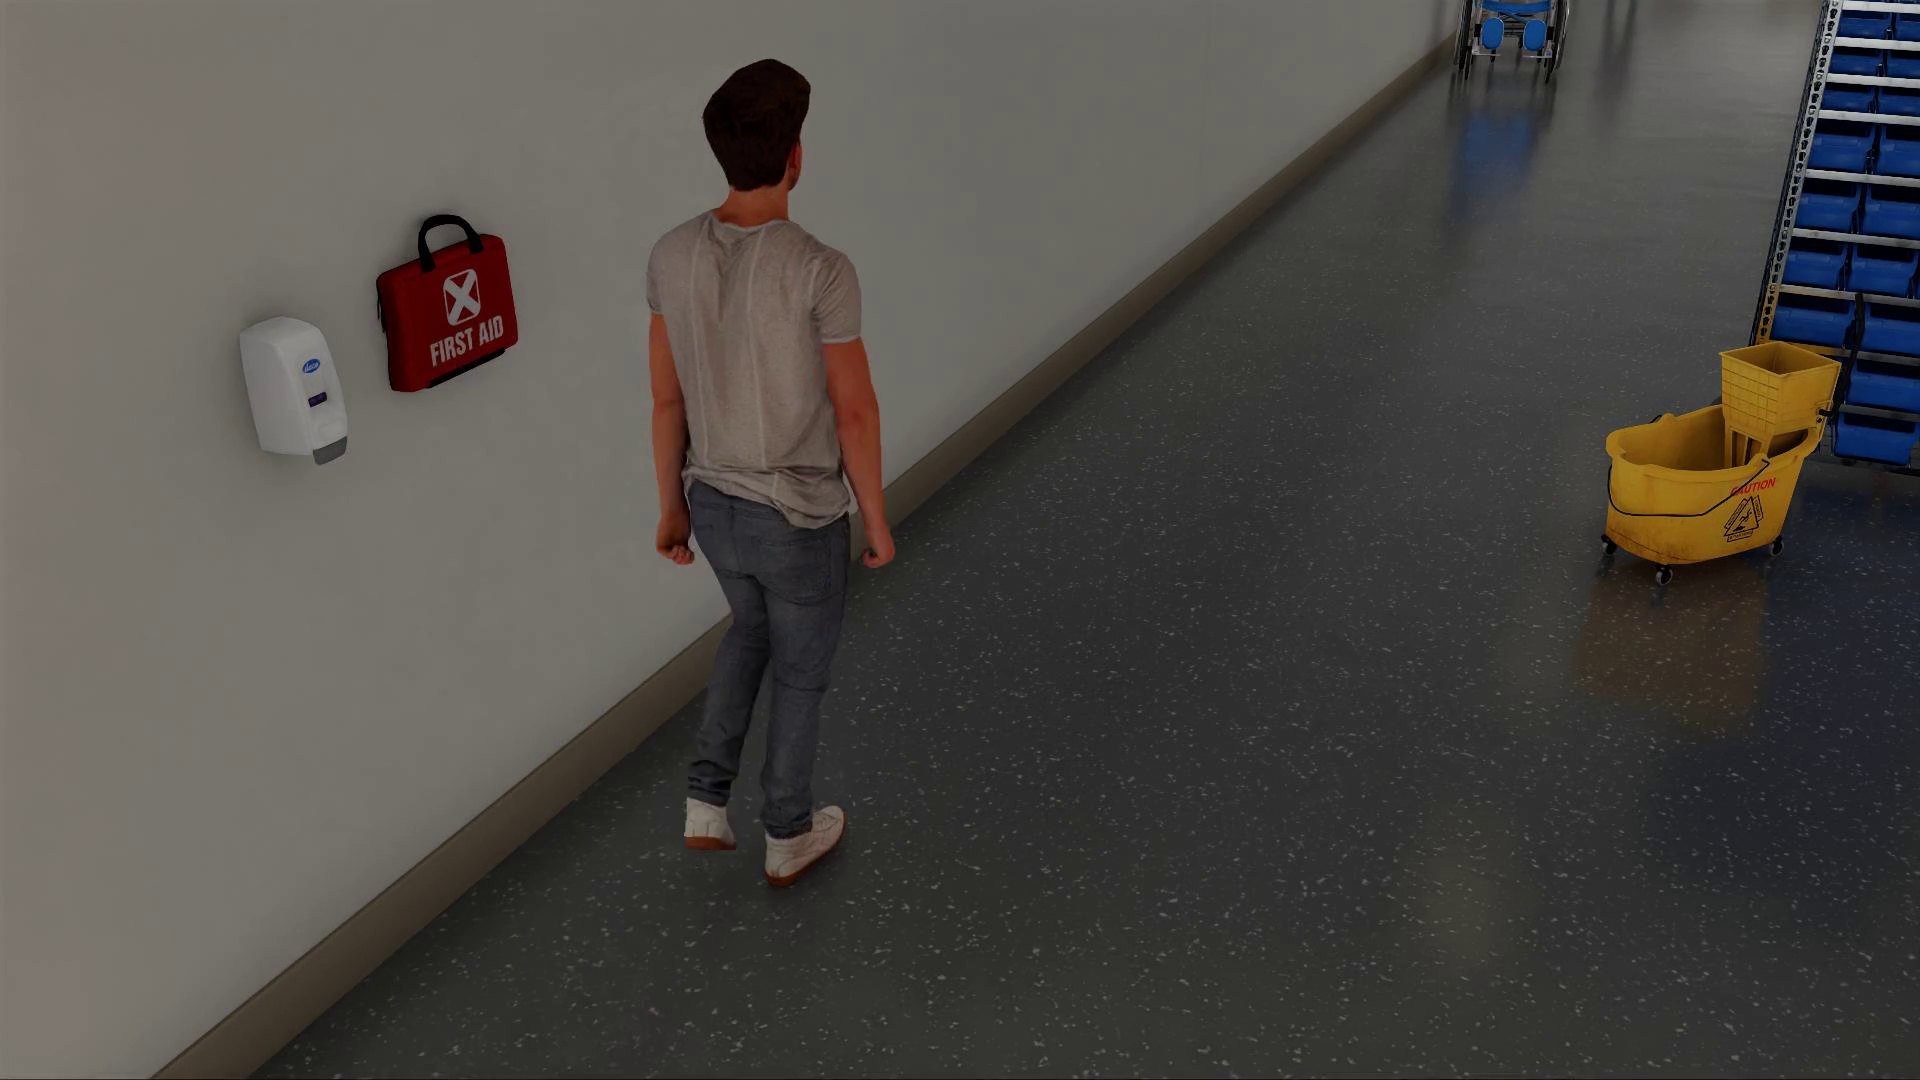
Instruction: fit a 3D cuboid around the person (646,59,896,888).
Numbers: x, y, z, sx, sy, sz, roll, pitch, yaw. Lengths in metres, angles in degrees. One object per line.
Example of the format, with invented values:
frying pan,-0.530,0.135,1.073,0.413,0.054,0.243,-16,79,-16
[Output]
person,-0.457,-0.026,3.550,0.648,1.879,0.717,12,28,23
